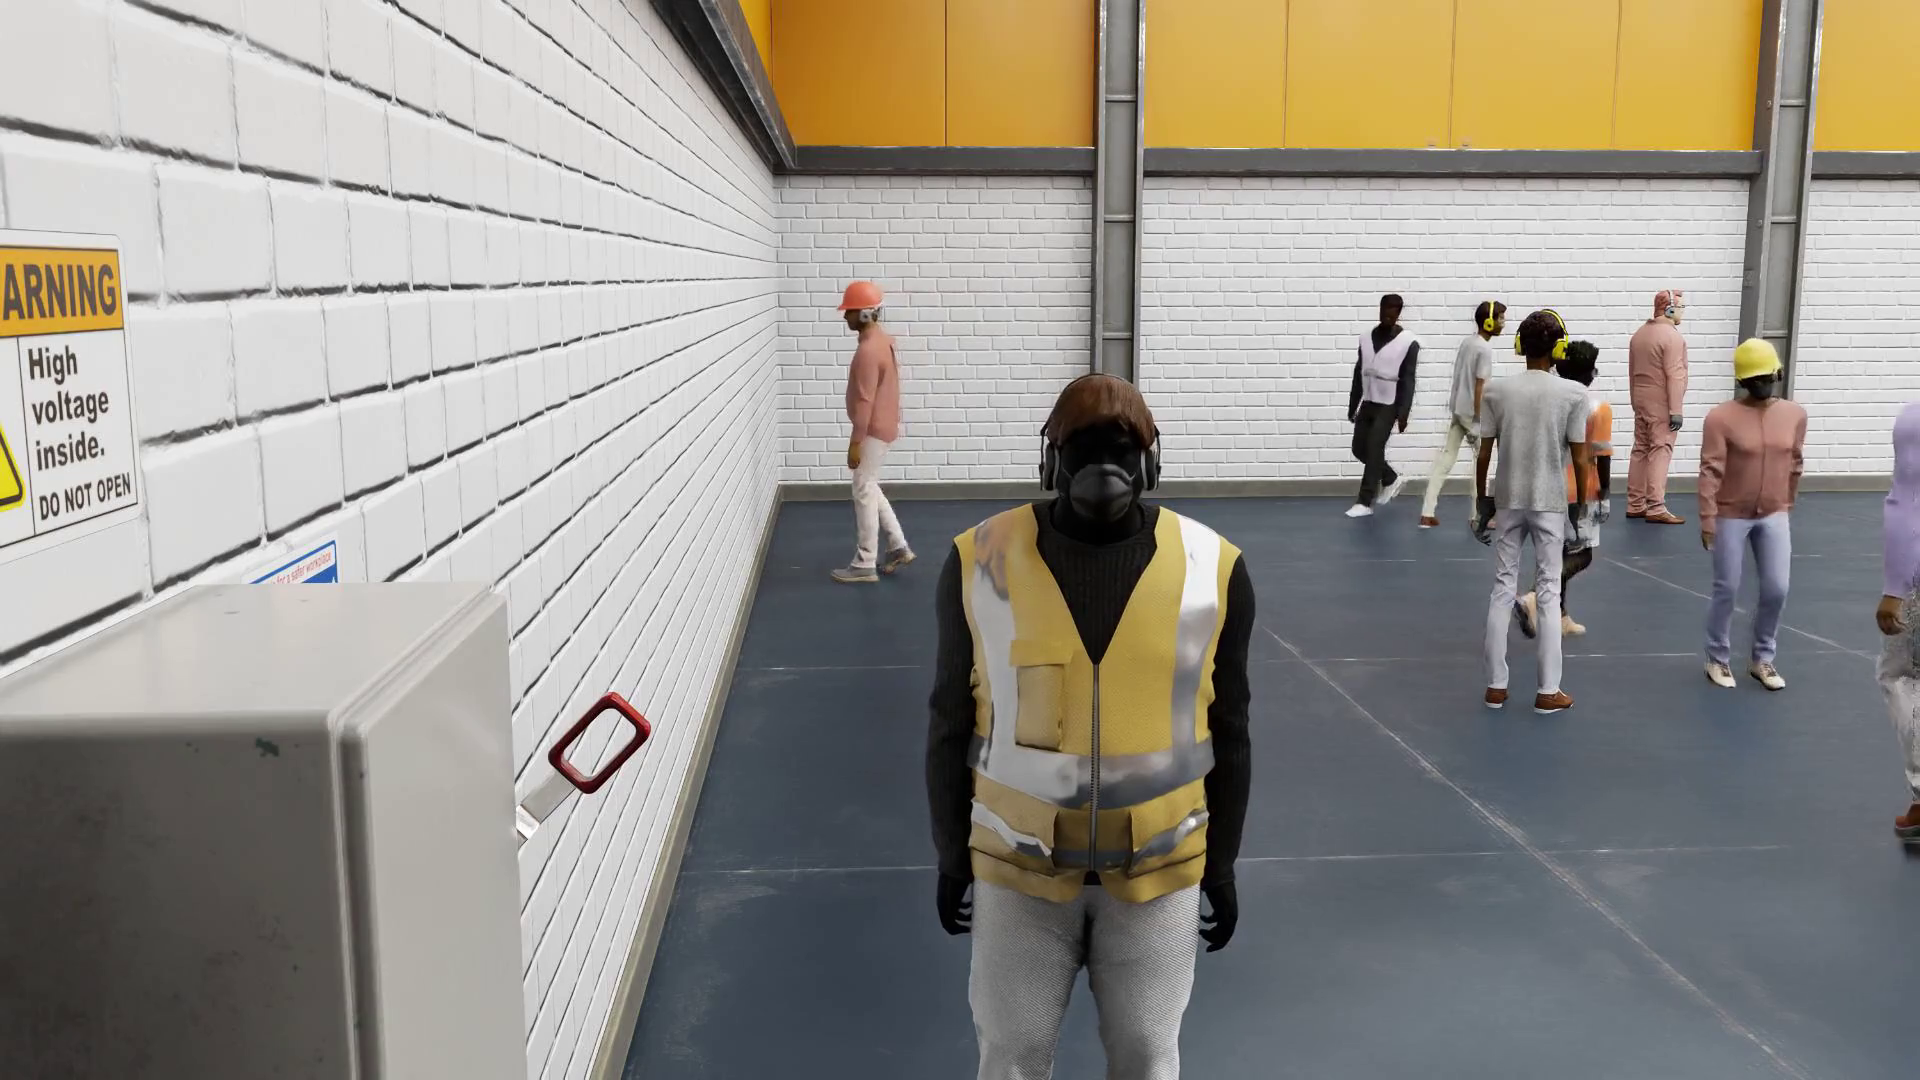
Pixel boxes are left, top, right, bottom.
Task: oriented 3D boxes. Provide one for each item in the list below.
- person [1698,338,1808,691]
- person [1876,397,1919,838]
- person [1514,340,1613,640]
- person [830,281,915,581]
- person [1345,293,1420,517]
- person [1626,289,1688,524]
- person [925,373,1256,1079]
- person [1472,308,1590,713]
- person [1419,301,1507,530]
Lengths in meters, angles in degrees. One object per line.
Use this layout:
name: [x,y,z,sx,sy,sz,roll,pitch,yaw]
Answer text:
person: [3.794,-0.112,8.037,0.540,1.726,0.541,0,9,1]
person: [3.482,0.160,5.753,0.690,1.913,0.476,-1,9,-4]
person: [3.252,-0.251,9.064,0.636,1.679,0.538,-5,10,-30]
person: [-0.602,-0.711,10.984,0.435,1.987,0.655,1,9,7]
person: [3.568,-1.126,13.927,0.616,1.879,0.660,-6,11,-35]
person: [5.741,-1.089,13.621,0.403,1.906,0.651,-1,9,-7]
person: [0.245,0.609,3.158,0.626,1.846,0.429,0,9,1]
person: [2.652,-0.132,7.725,0.532,1.868,0.310,6,11,31]
person: [4.001,-0.973,13.194,0.682,1.827,0.517,-2,9,-10]
